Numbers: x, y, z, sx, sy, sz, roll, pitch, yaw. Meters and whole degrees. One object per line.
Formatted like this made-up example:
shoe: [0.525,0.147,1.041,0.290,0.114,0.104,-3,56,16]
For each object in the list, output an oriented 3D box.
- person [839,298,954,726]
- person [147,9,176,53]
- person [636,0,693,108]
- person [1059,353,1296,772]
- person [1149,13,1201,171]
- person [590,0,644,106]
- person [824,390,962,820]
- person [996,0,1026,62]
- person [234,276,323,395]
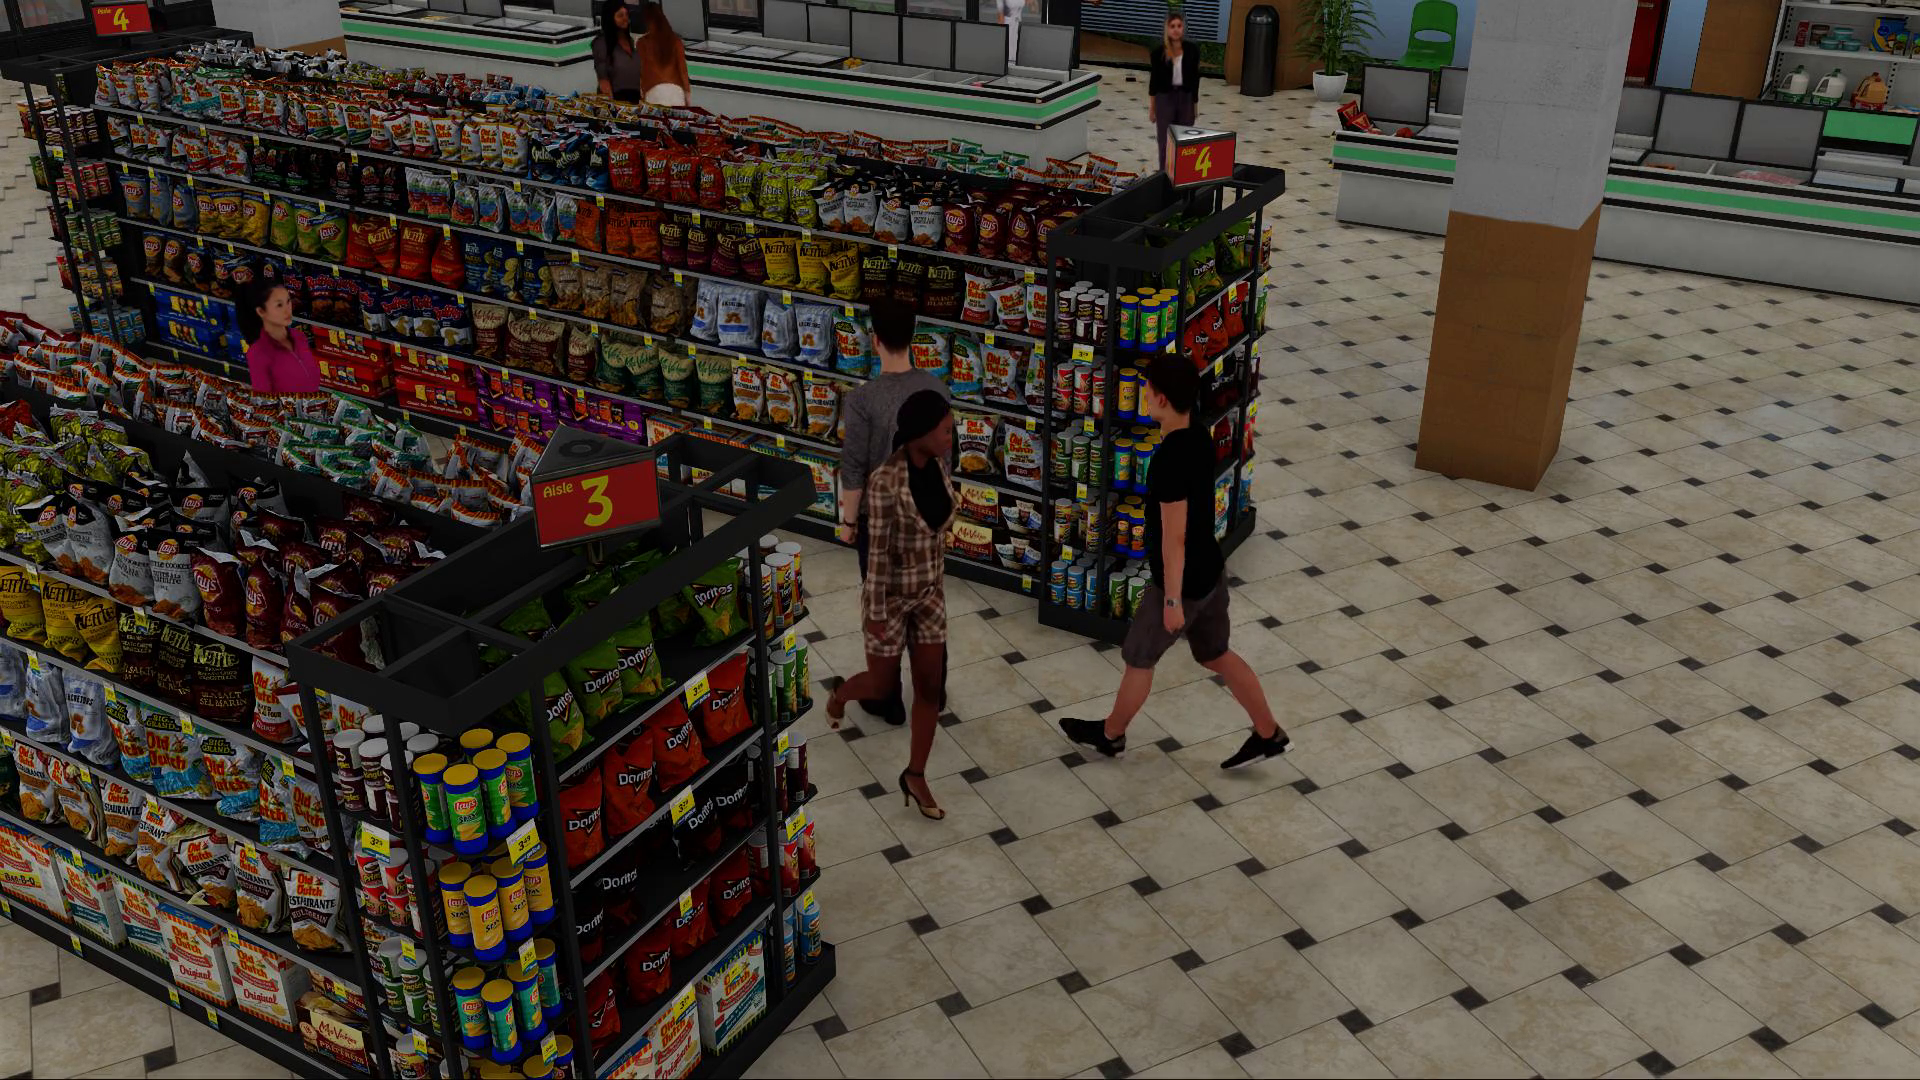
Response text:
person: [-0.259,-0.095,7.155,0.769,1.896,0.773,-14,30,-26]
person: [-7.145,-3.976,15.092,0.746,1.639,0.712,-2,27,-3]
person: [-2.661,-3.950,14.979,0.916,1.694,1.054,-10,29,-19]
person: [1.005,0.163,6.724,1.273,1.826,0.834,8,28,16]
person: [1.890,-3.828,14.783,0.908,1.653,0.926,-2,27,-4]
person: [-3.041,-3.751,14.481,1.177,1.791,0.730,19,33,33]
person: [-0.272,0.245,6.641,0.841,1.754,1.086,-17,32,-31]
person: [0.501,-5.373,17.725,0.528,1.748,0.574,18,32,31]
person: [-3.324,-0.470,8.130,0.930,1.683,0.711,8,28,15]
